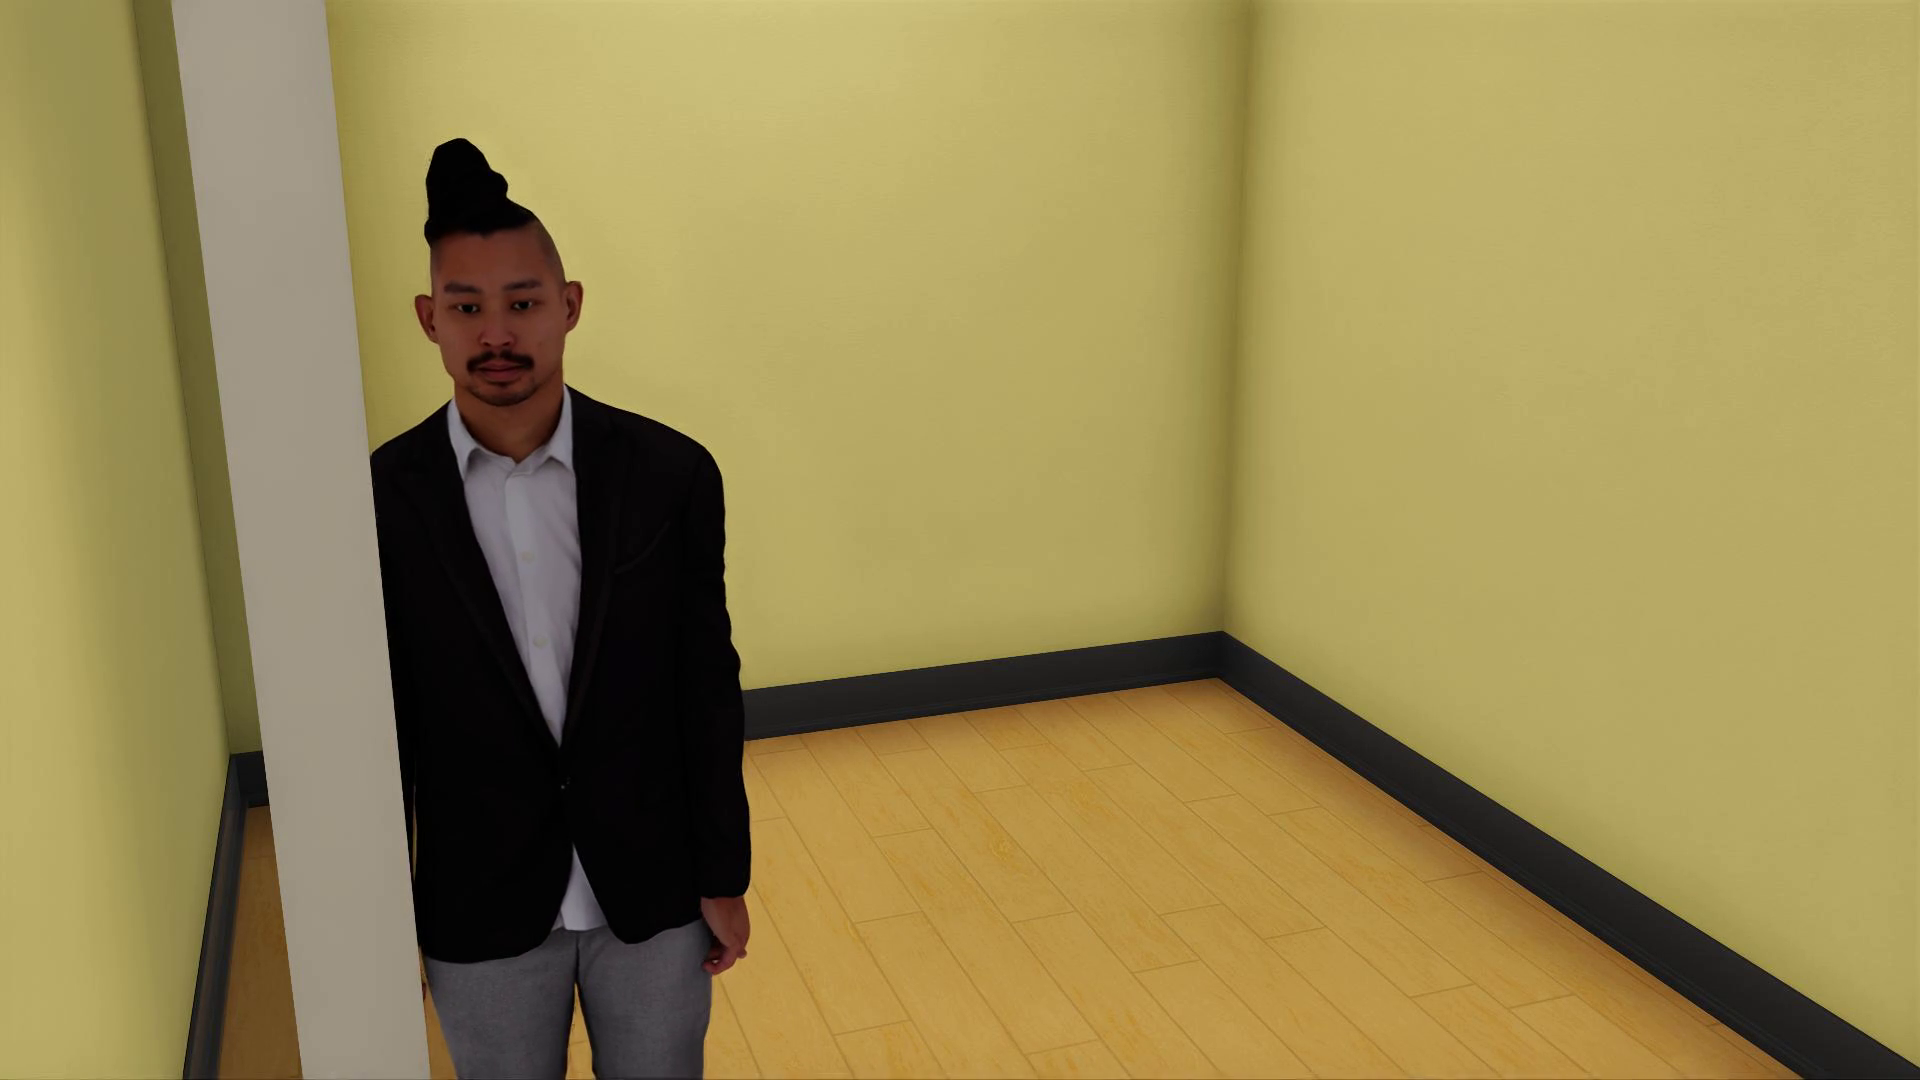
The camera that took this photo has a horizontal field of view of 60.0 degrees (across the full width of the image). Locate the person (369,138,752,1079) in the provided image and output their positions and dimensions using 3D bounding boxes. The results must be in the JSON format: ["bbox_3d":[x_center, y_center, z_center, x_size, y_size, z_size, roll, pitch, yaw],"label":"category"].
[{"bbox_3d":[-0.564,0.434,2.338,0.529,1.951,0.772,-5,16,-16],"label":"person"}]
